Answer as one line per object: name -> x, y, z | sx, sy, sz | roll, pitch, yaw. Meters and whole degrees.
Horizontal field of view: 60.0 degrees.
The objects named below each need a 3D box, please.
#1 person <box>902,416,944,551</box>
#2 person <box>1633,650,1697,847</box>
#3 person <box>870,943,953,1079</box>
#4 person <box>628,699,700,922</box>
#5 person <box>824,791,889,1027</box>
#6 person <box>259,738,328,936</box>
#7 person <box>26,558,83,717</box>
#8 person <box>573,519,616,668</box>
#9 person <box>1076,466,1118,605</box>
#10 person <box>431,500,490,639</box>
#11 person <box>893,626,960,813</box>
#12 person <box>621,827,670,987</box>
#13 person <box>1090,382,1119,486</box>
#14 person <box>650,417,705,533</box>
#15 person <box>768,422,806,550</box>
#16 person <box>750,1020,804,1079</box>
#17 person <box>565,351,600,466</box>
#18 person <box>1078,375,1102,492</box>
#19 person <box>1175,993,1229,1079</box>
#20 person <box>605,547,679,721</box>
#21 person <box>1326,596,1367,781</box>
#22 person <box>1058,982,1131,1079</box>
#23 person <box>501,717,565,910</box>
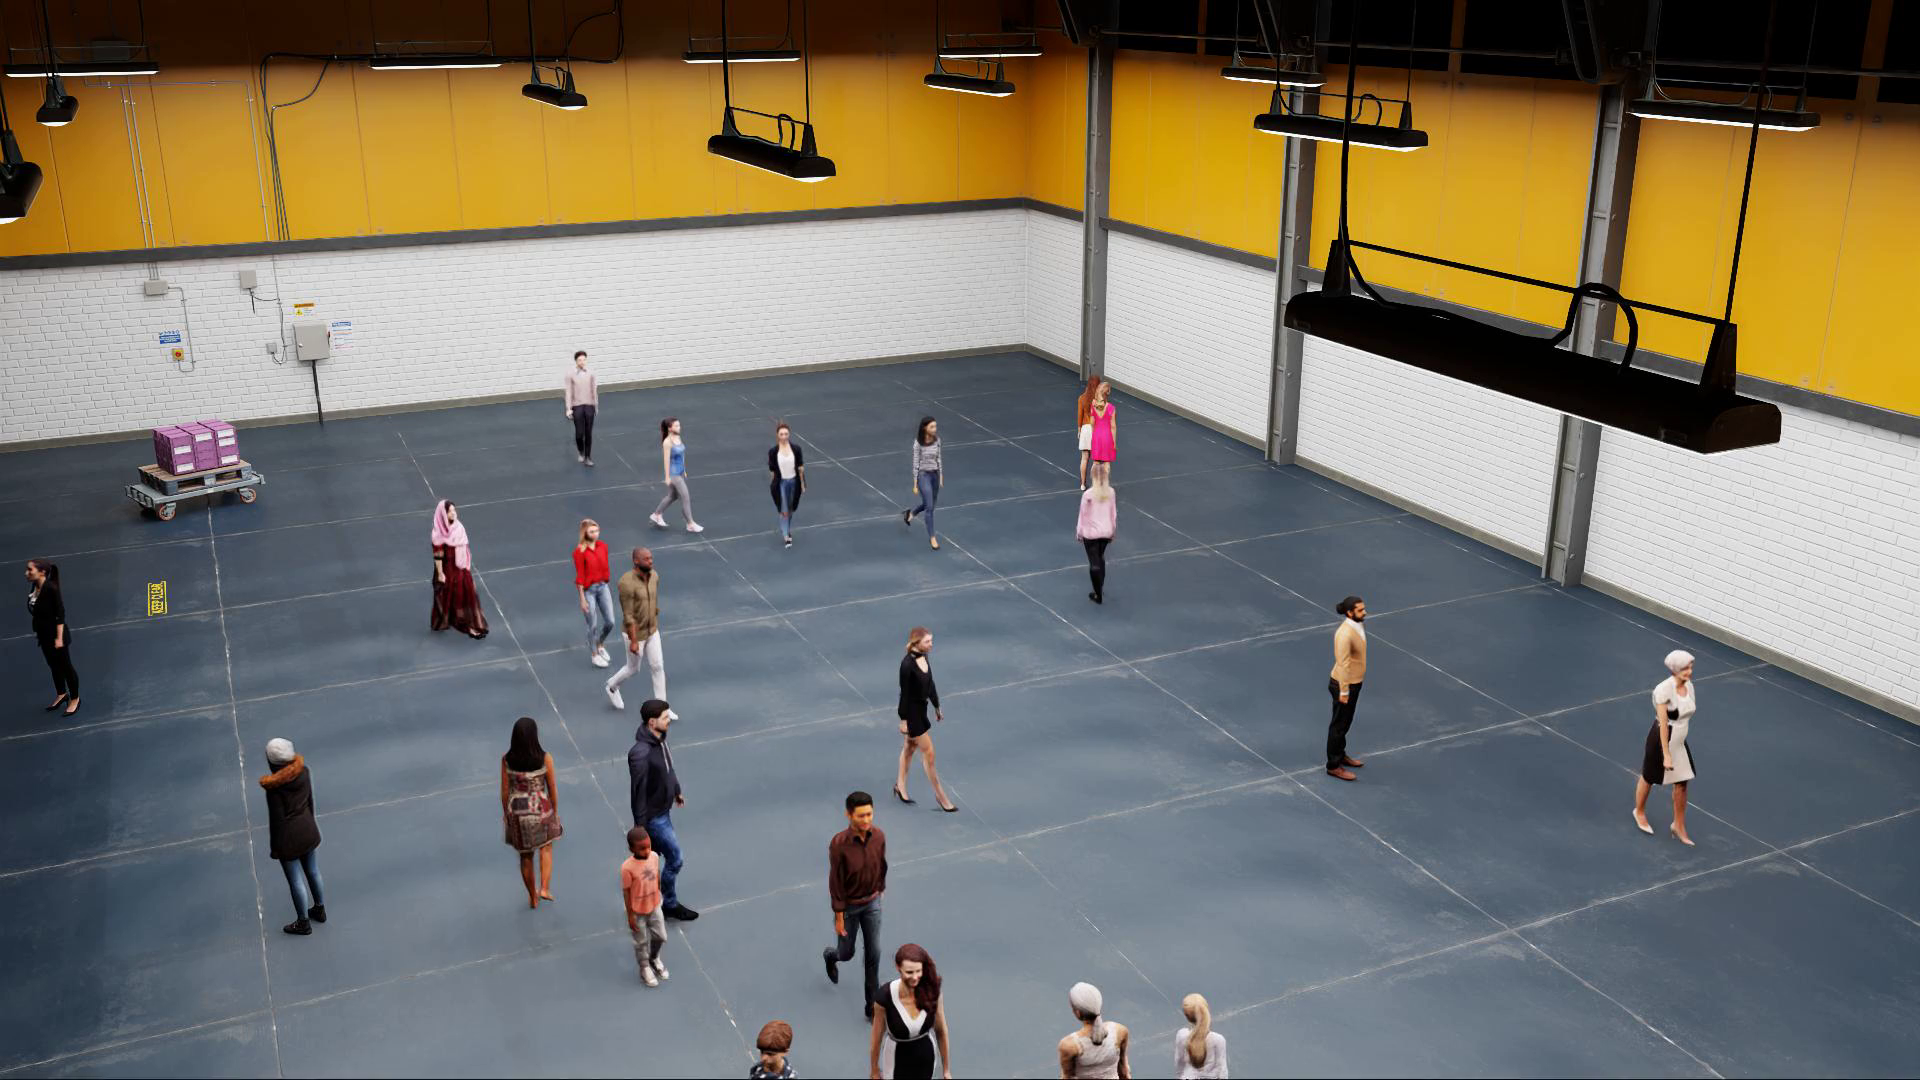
person -> -0.482, -0.769, 21.826 | 0.789, 1.770, 1.094 | -15, 24, -38
person -> 6.037, 1.753, 14.401 | 0.614, 1.730, 0.829 | -8, 20, -24
person -> -0.341, 3.173, 10.108 | 0.577, 1.778, 0.794 | -9, 21, -25
person -> -2.500, 2.115, 13.097 | 0.902, 1.875, 0.841 | 1, 19, 3
person -> -0.778, 2.580, 11.898 | 0.684, 1.760, 1.005 | -11, 21, -29
person -> -5.189, 2.288, 12.958 | 0.799, 1.635, 0.738 | 7, 20, 19
person -> -9.189, 0.961, 16.858 | 0.651, 1.662, 0.751 | 12, 22, 33
person -> -4.006, 0.567, 17.983 | 0.688, 1.691, 0.701 | 17, 25, 42
person -> 1.673, -0.046, 19.828 | 0.593, 1.675, 0.644 | -9, 21, -25
person -> -5.808, 0.334, 18.821 | 1.169, 1.597, 0.966 | 12, 22, 32
person -> -0.464, 1.578, 14.899 | 1.025, 1.743, 0.932 | 8, 20, 22
person -> -2.387, 2.680, 12.325 | 0.519, 1.298, 0.539 | -13, 22, -33
person -> 2.040, -1.422, 23.831 | 0.619, 1.729, 0.717 | 13, 23, 34
person -> -3.898, -0.874, 22.437 | 1.028, 1.579, 1.029 | 4, 19, 13
person -> -2.290, -0.734, 21.923 | 0.748, 1.642, 1.112 | -5, 19, -15
person -> -1.073, 3.462, 9.782 | 0.588, 1.438, 0.655 | 8, 20, 21
person -> -5.815, -2.039, 25.554 | 0.653, 1.798, 0.618 | -10, 21, -27
person -> 1.930, -1.553, 24.246 | 0.709, 1.712, 0.778 | 8, 20, 22
person -> 1.490, 3.414, 10.214 | 0.662, 1.253, 0.783 | 17, 25, 40
person -> -3.278, 0.934, 16.734 | 1.222, 1.792, 1.054 | 13, 22, 33
person -> 3.618, 1.349, 15.561 | 0.797, 1.754, 0.754 | 9, 20, 24
person -> 0.826, 3.389, 9.640 | 0.745, 1.668, 1.071 | -4, 19, -12
person -> -3.413, 2.211, 13.187 | 0.701, 1.636, 0.790 | -4, 19, -11
